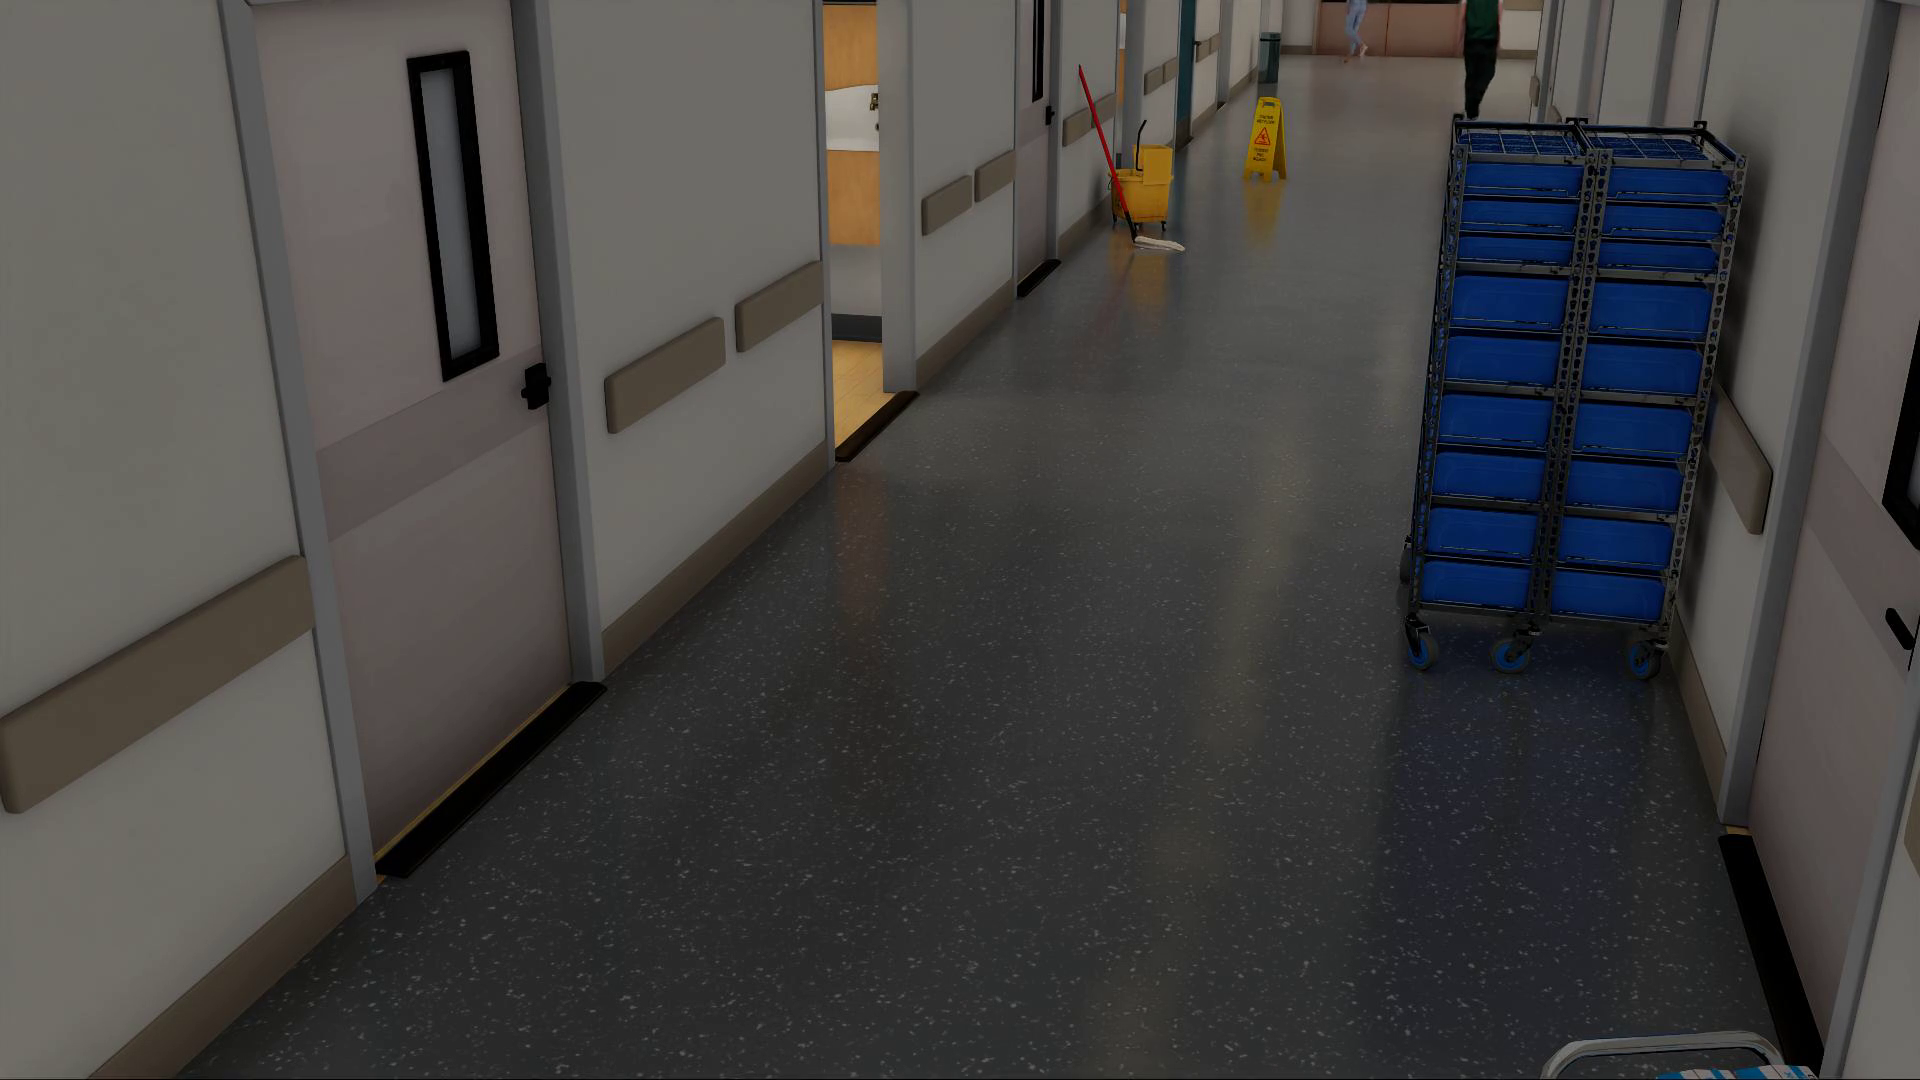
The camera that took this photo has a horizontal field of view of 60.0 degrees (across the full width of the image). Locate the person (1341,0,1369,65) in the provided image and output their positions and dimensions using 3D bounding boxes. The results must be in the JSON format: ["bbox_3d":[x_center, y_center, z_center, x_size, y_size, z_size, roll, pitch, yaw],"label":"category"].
[{"bbox_3d":[6.564,-8.734,27.357,0.907,1.784,1.003,-9,22,-22],"label":"person"}]

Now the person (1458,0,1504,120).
[{"bbox_3d":[6.277,-5.995,20.065,0.767,1.827,1.013,10,23,24],"label":"person"}]
